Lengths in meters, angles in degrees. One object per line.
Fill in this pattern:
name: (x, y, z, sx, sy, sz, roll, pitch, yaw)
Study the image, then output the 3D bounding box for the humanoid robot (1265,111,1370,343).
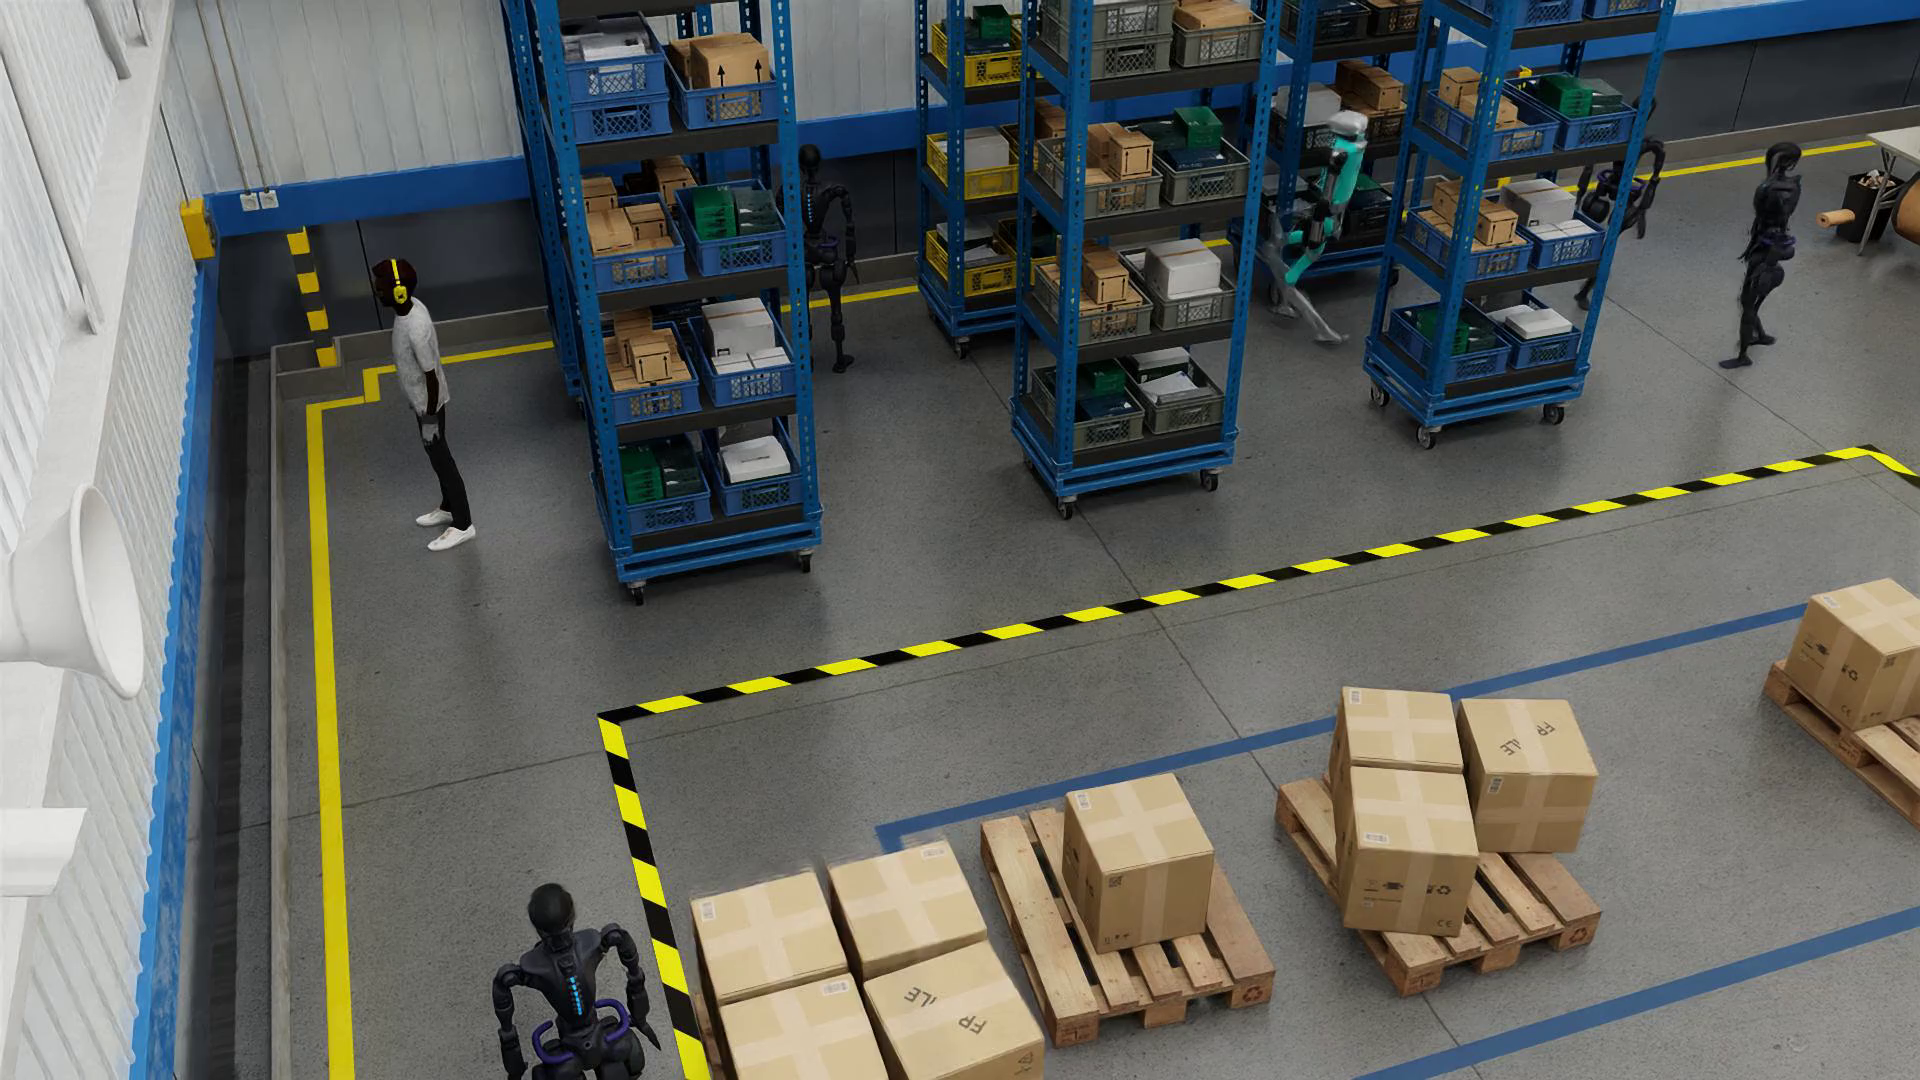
humanoid robot: (2.498, -2.268, 12.012, 0.910, 1.769, 0.558, 20, 40, 26)

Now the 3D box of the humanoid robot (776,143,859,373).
humanoid robot: (-1.007, -1.957, 11.594, 0.599, 1.659, 0.315, 3, 35, 5)

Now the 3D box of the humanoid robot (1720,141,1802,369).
humanoid robot: (5.719, -1.998, 11.677, 0.489, 1.645, 0.613, 6, 36, 8)

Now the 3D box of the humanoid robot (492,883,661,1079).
humanoid robot: (-1.402, 1.892, 6.141, 0.599, 1.653, 0.315, -18, 39, -23)

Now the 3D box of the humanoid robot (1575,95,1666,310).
humanoid robot: (4.910, -2.554, 12.475, 0.602, 1.641, 0.501, 25, 42, 31)

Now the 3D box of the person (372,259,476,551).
person: (-3.173, -0.799, 9.799, 0.329, 1.872, 0.505, -15, 38, -21)
